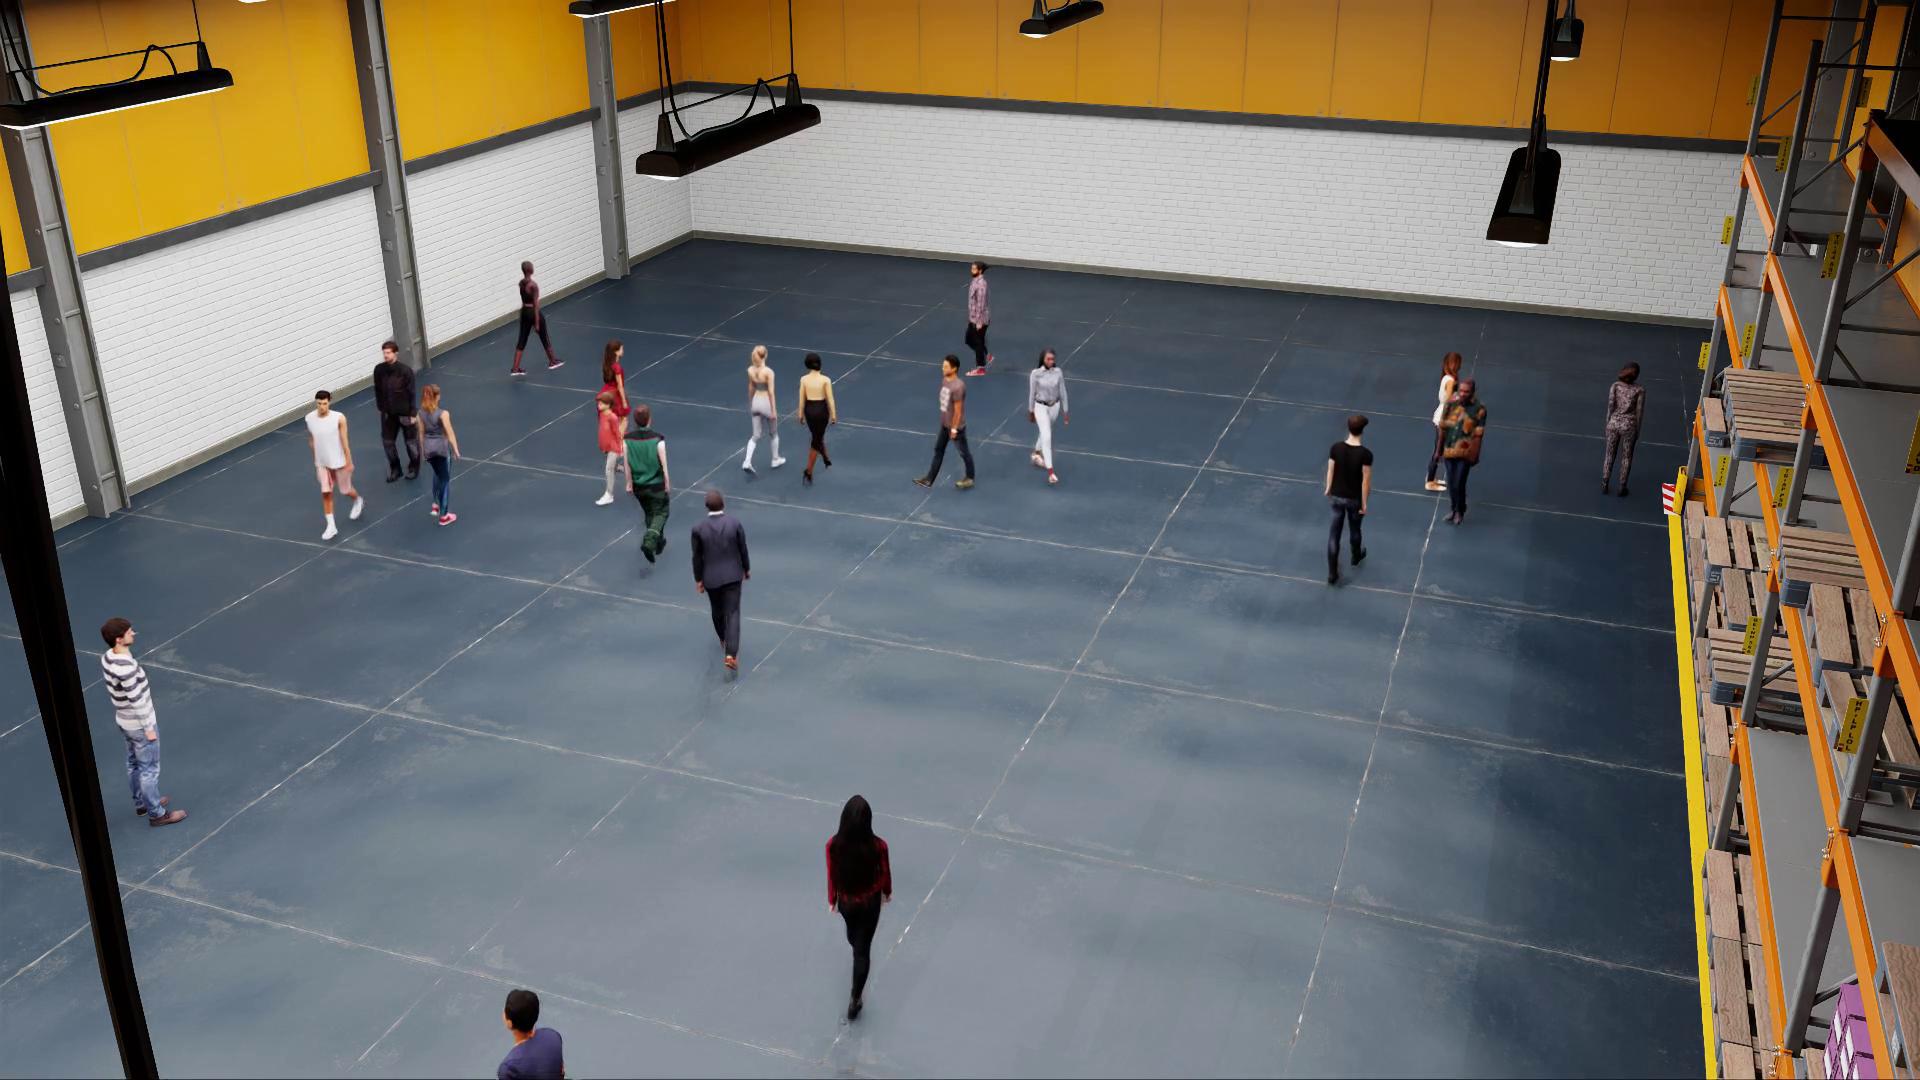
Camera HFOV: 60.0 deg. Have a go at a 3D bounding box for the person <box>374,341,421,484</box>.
[{"bbox_3d":[-7.056,-1.651,21.029,0.811,1.827,0.795,3,24,7],"label":"person"}]

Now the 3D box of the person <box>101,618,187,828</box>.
[{"bbox_3d":[-6.847,1.497,13.795,0.721,1.854,0.688,22,32,40],"label":"person"}]

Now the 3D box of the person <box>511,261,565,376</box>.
[{"bbox_3d":[-6.499,-3.265,24.873,0.815,1.707,1.256,15,28,31],"label":"person"}]

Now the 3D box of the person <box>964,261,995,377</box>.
[{"bbox_3d":[0.352,-3.326,24.963,0.923,1.746,0.850,-7,25,-15],"label":"person"}]

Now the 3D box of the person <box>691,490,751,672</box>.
[{"bbox_3d":[-2.329,0.412,16.347,0.994,1.798,1.290,0,24,0],"label":"person"}]

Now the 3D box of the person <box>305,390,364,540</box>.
[{"bbox_3d":[-7.315,-0.944,19.510,0.859,1.749,1.182,2,24,5],"label":"person"}]

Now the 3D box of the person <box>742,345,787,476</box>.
[{"bbox_3d":[-2.559,-1.631,21.171,0.671,1.678,1.086,11,26,24],"label":"person"}]

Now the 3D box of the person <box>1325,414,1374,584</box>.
[{"bbox_3d":[4.194,-0.417,18.164,0.774,1.861,1.123,11,26,23],"label":"person"}]

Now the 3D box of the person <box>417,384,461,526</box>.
[{"bbox_3d":[-6.207,-0.983,19.640,0.566,1.716,0.588,8,25,17],"label":"person"}]

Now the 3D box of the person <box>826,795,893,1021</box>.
[{"bbox_3d":[-0.704,2.593,11.581,0.797,1.618,1.101,1,24,2],"label":"person"}]

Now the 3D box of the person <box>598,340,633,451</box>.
[{"bbox_3d":[-4.577,-1.884,21.915,0.755,1.545,0.693,-19,30,-36],"label":"person"}]

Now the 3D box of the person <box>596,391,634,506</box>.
[{"bbox_3d":[-4.215,-1.155,20.435,0.989,1.395,0.799,-19,30,-36],"label":"person"}]

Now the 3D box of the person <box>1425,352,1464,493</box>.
[{"bbox_3d":[6.007,-1.486,20.710,0.660,1.782,0.485,6,24,13],"label":"person"}]

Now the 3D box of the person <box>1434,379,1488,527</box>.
[{"bbox_3d":[5.972,-1.080,19.767,0.794,1.792,0.816,21,31,39],"label":"person"}]

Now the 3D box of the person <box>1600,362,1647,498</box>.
[{"bbox_3d":[8.191,-1.385,20.563,0.626,1.713,0.630,15,28,30],"label":"person"}]

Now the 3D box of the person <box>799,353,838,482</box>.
[{"bbox_3d":[-1.837,-1.497,20.952,0.670,1.607,1.001,6,24,14],"label":"person"}]

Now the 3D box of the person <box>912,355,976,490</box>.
[{"bbox_3d":[0.001,-1.446,20.666,1.168,1.742,1.063,-13,27,-28],"label":"person"}]

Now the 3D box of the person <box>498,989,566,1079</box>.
[{"bbox_3d":[-2.356,3.388,9.570,0.825,1.773,0.840,14,27,29],"label":"person"}]

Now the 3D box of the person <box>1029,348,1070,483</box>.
[{"bbox_3d":[1.079,-1.637,21.193,1.096,1.670,1.268,-7,25,-15],"label":"person"}]

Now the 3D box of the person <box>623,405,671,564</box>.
[{"bbox_3d":[-3.494,-0.603,18.637,0.757,1.823,1.040,4,24,9],"label":"person"}]
